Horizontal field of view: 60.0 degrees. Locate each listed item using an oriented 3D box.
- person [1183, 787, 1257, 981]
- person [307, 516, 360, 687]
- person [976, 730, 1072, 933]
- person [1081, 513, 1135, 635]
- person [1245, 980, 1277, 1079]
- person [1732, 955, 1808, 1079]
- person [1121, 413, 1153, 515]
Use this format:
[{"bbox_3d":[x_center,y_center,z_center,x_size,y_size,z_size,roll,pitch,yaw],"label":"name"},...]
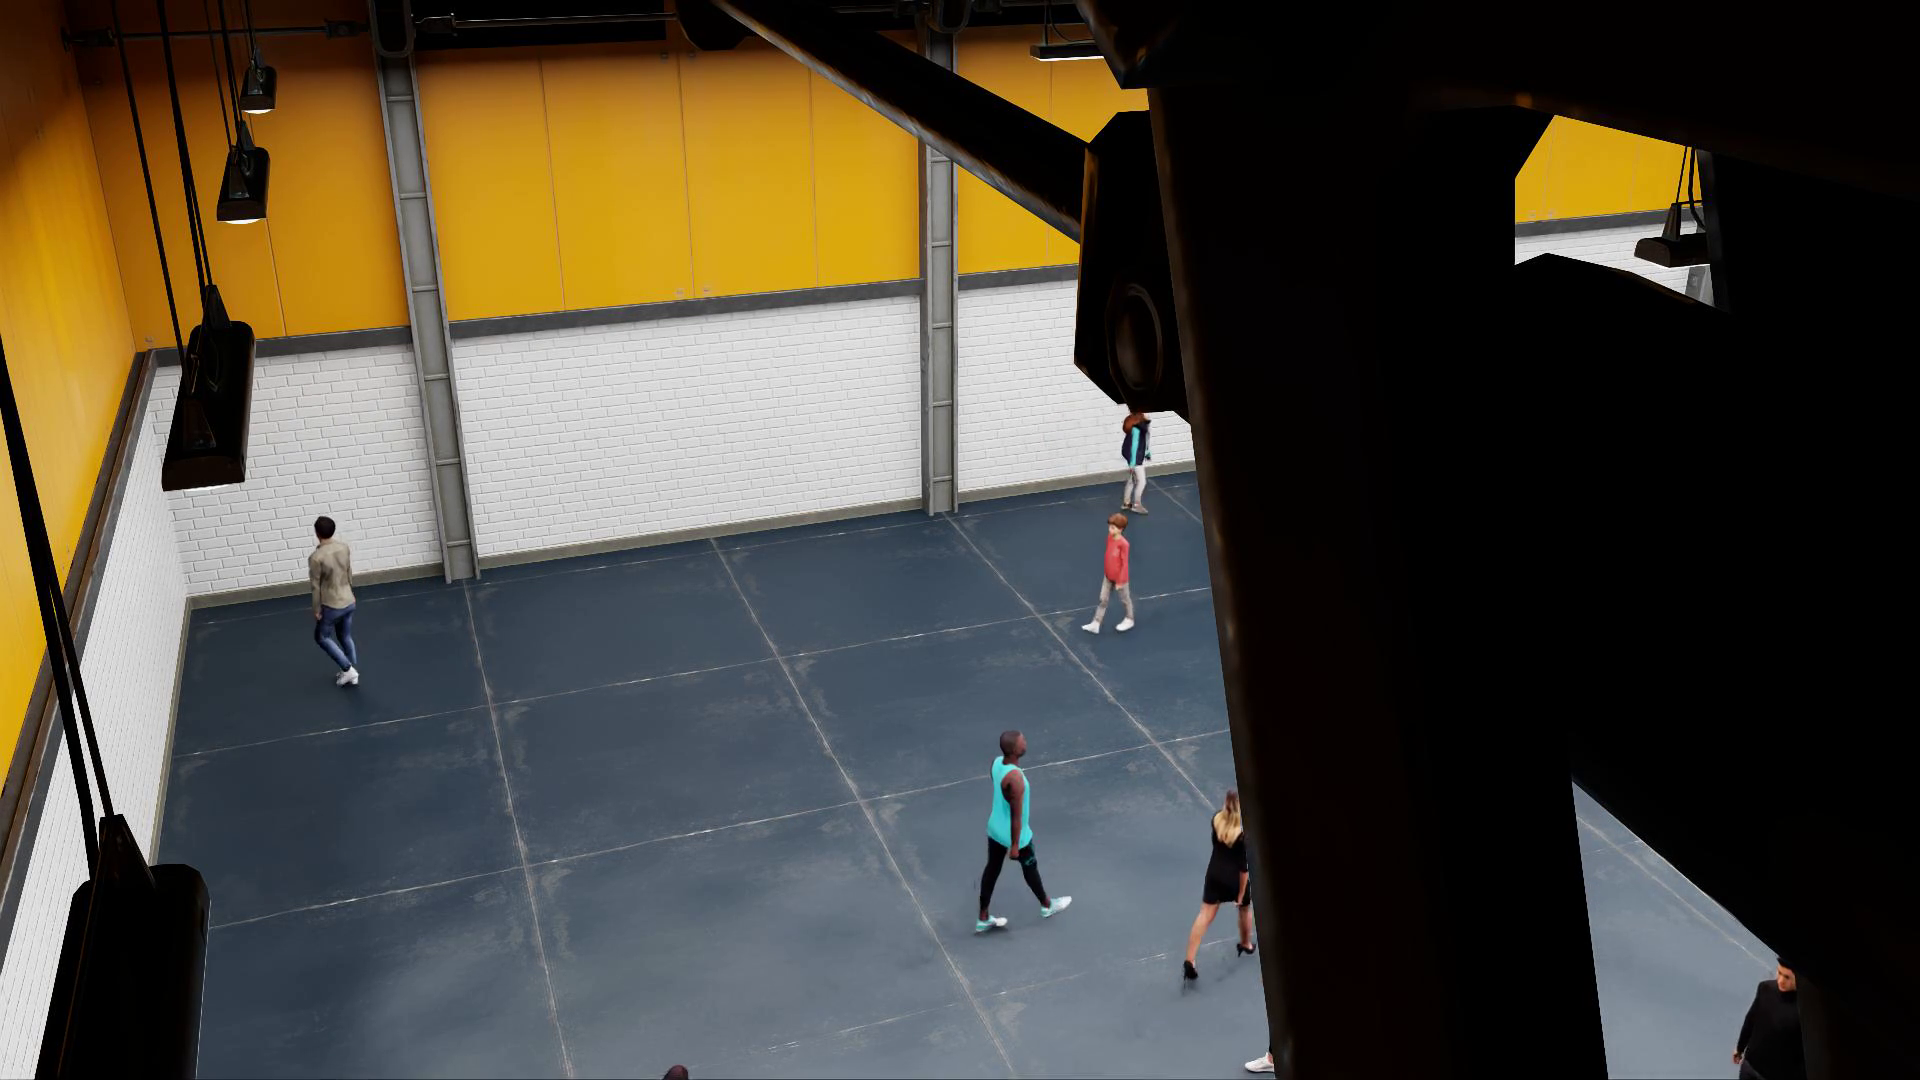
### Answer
[{"bbox_3d":[1.967,2.628,12.630,1.117,1.639,0.861,-21,31,-40],"label":"person"},{"bbox_3d":[-6.273,0.664,16.862,0.905,1.849,0.836,12,26,25],"label":"person"},{"bbox_3d":[0.293,2.332,13.128,1.067,1.783,0.713,-11,26,-23],"label":"person"},{"bbox_3d":[1.765,0.371,18.108,0.964,1.386,0.698,-16,28,-32],"label":"person"},{"bbox_3d":[2.246,3.077,11.520,0.536,1.705,0.625,-5,24,-12],"label":"person"},{"bbox_3d":[5.284,3.385,10.794,0.524,1.722,0.643,-8,25,-17],"label":"person"},{"bbox_3d":[2.183,-1.071,21.283,0.768,1.486,0.713,5,24,11],"label":"person"}]
